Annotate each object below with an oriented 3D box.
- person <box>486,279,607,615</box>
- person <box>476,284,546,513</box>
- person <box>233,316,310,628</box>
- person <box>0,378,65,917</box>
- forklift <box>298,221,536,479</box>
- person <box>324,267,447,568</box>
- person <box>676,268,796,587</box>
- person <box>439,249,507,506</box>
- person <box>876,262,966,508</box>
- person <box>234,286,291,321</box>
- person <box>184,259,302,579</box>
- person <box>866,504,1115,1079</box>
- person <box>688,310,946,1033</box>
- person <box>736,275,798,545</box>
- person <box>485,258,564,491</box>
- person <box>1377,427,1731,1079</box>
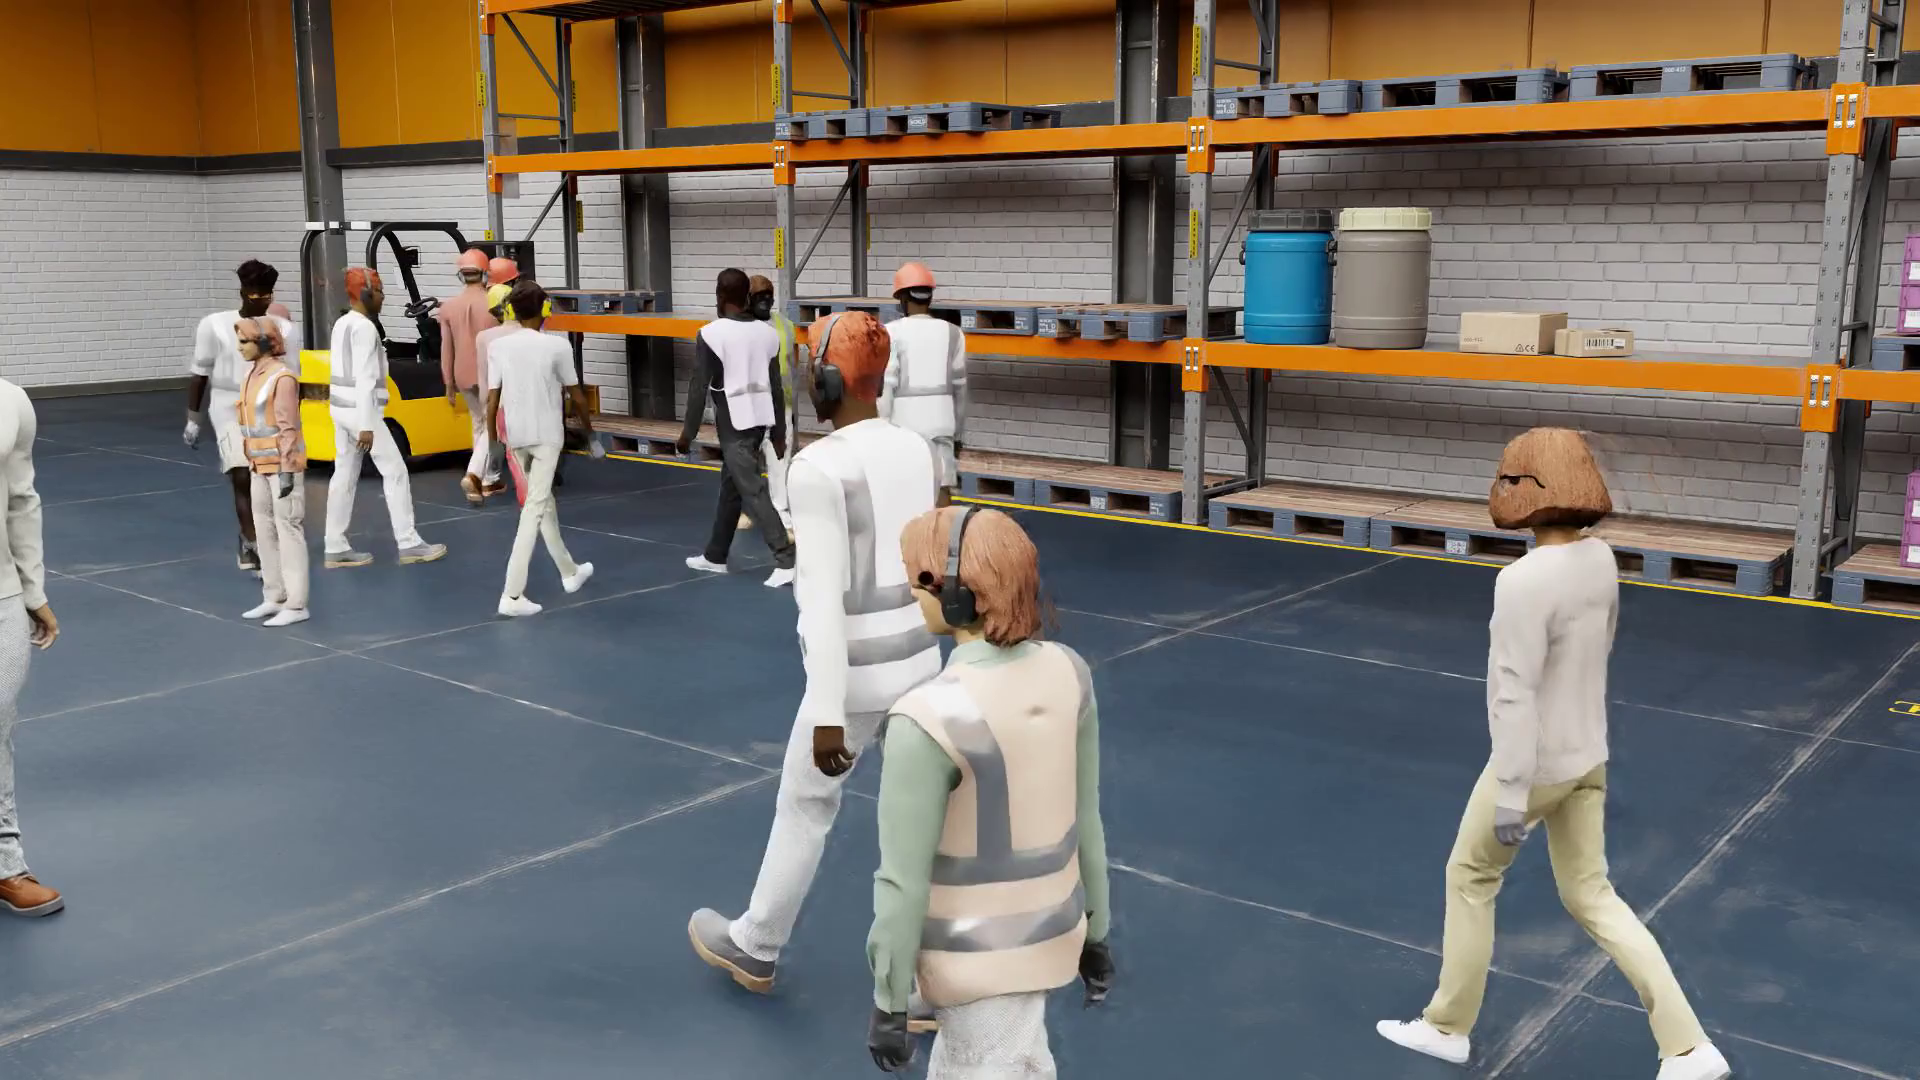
[{"bbox_3d":[-2.320,-0.524,9.193,0.529,1.805,1.023,4,11,20],"label":"person"},{"bbox_3d":[-3.146,-0.966,11.878,0.522,1.715,0.747,-7,13,-35],"label":"person"},{"bbox_3d":[-3.624,-0.364,8.787,0.523,1.631,0.329,10,14,43],"label":"person"},{"bbox_3d":[-2.929,0.199,4.818,0.375,1.936,0.628,5,12,28],"label":"person"},{"bbox_3d":[-4.922,-1.741,14.854,1.214,2.155,2.313,8,13,38],"label":"forklift"},{"bbox_3d":[-3.617,-0.756,10.345,0.845,1.845,0.604,-7,13,-36],"label":"person"},{"bbox_3d":[-1.273,-0.670,9.855,1.029,1.871,0.592,7,12,34],"label":"person"},{"bbox_3d":[-3.716,-1.260,12.838,0.615,1.963,0.944,2,10,11],"label":"person"},{"bbox_3d":[-0.245,-0.625,9.500,0.599,1.890,0.886,-4,11,-22],"label":"person"},{"bbox_3d":[-6.645,-1.719,16.008,0.541,1.732,0.698,0,10,1],"label":"person"},{"bbox_3d":[-4.250,-0.718,9.996,0.680,1.902,0.978,-10,14,-43],"label":"person"},{"bbox_3d":[0.066,0.727,2.862,0.889,1.591,0.516,7,13,35],"label":"person"},{"bbox_3d":[-0.305,0.339,4.297,0.953,1.837,0.601,8,13,36],"label":"person"},{"bbox_3d":[-1.402,-0.896,11.295,0.655,1.804,0.924,-6,12,-31],"label":"person"},{"bbox_3d":[-3.523,-1.339,13.491,0.403,1.881,0.759,5,11,24],"label":"person"},{"bbox_3d":[1.431,0.539,3.896,0.514,1.603,0.789,-9,14,-42],"label":"person"}]
